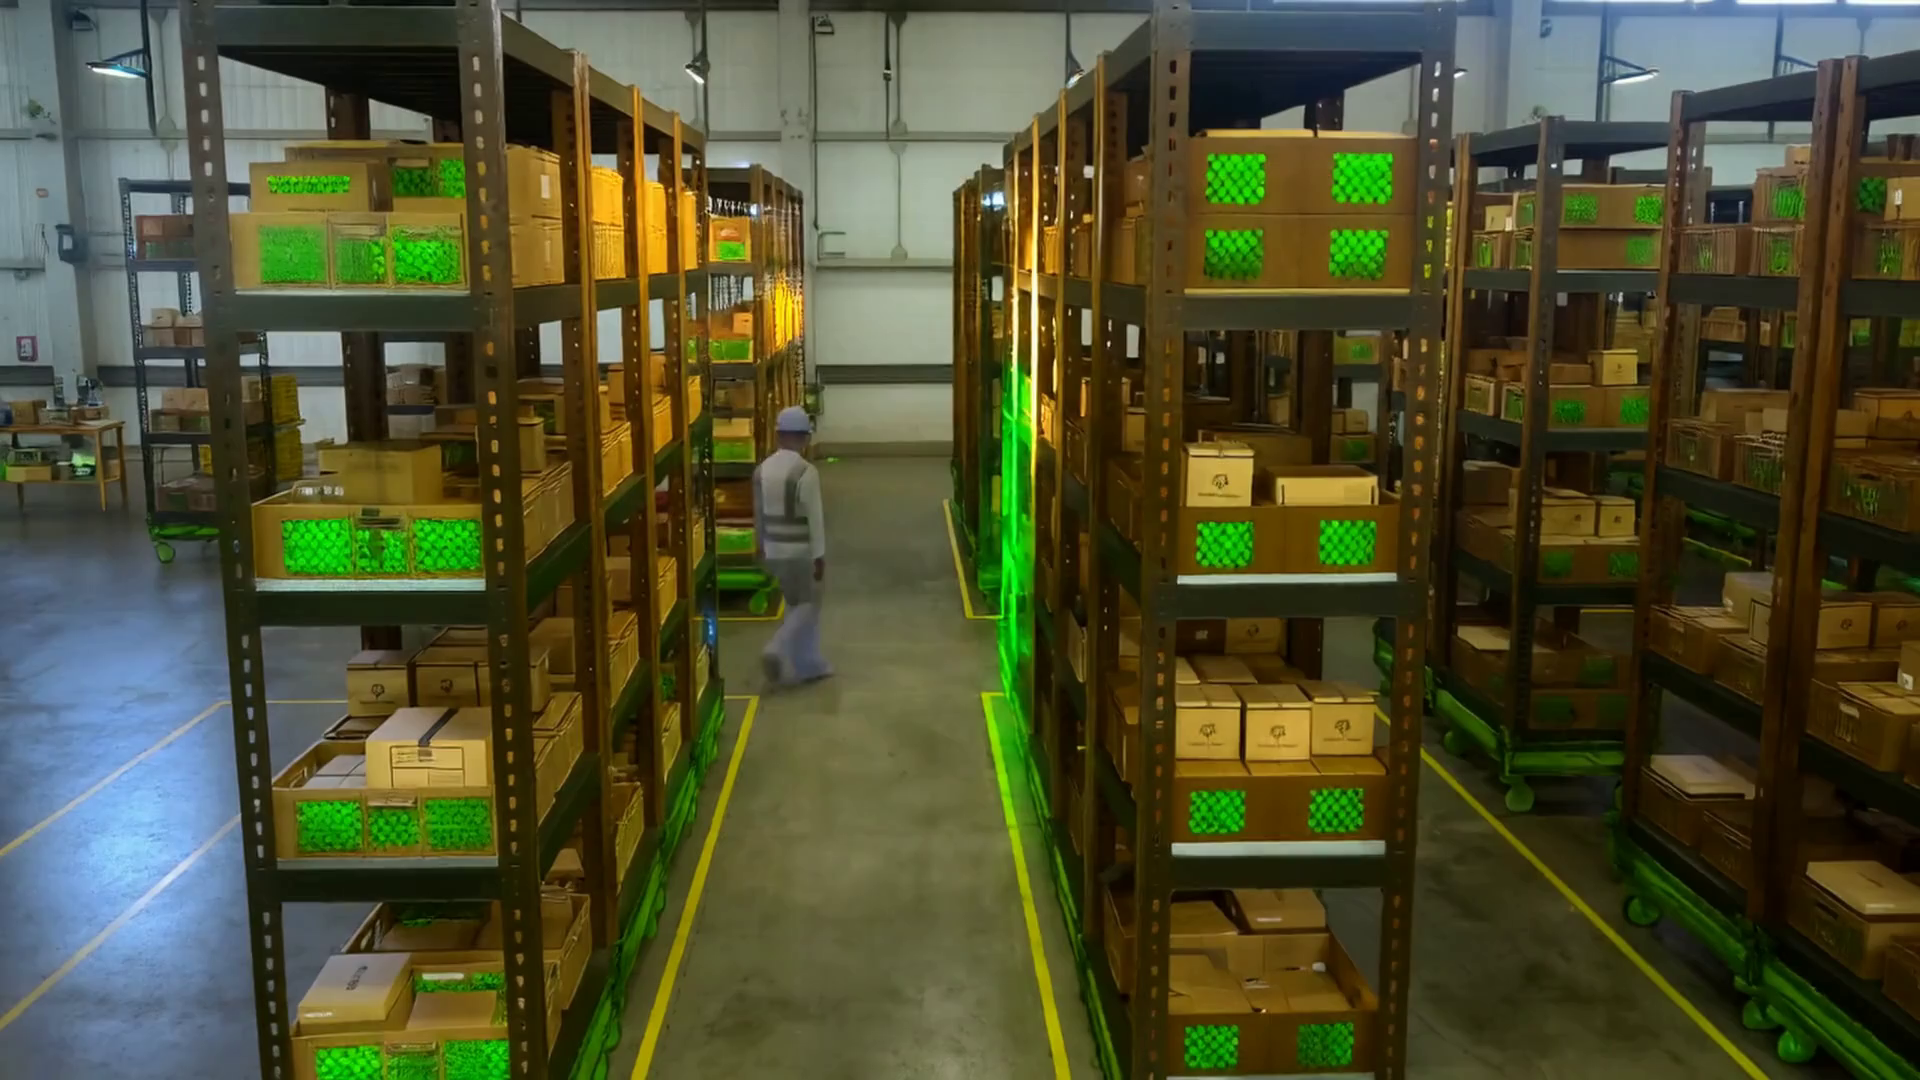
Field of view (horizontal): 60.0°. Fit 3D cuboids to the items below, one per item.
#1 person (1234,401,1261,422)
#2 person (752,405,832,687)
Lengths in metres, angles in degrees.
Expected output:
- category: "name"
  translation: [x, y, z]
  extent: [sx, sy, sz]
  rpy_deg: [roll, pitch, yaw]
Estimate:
- category: "person"
  translation: [2.103, -0.254, 13.377]
  extent: [0.688, 1.785, 0.977]
  rpy_deg: [-6, 11, -29]
- category: "person"
  translation: [-1.145, 0.051, 11.231]
  extent: [0.696, 1.925, 0.636]
  rpy_deg: [-9, 13, -42]
